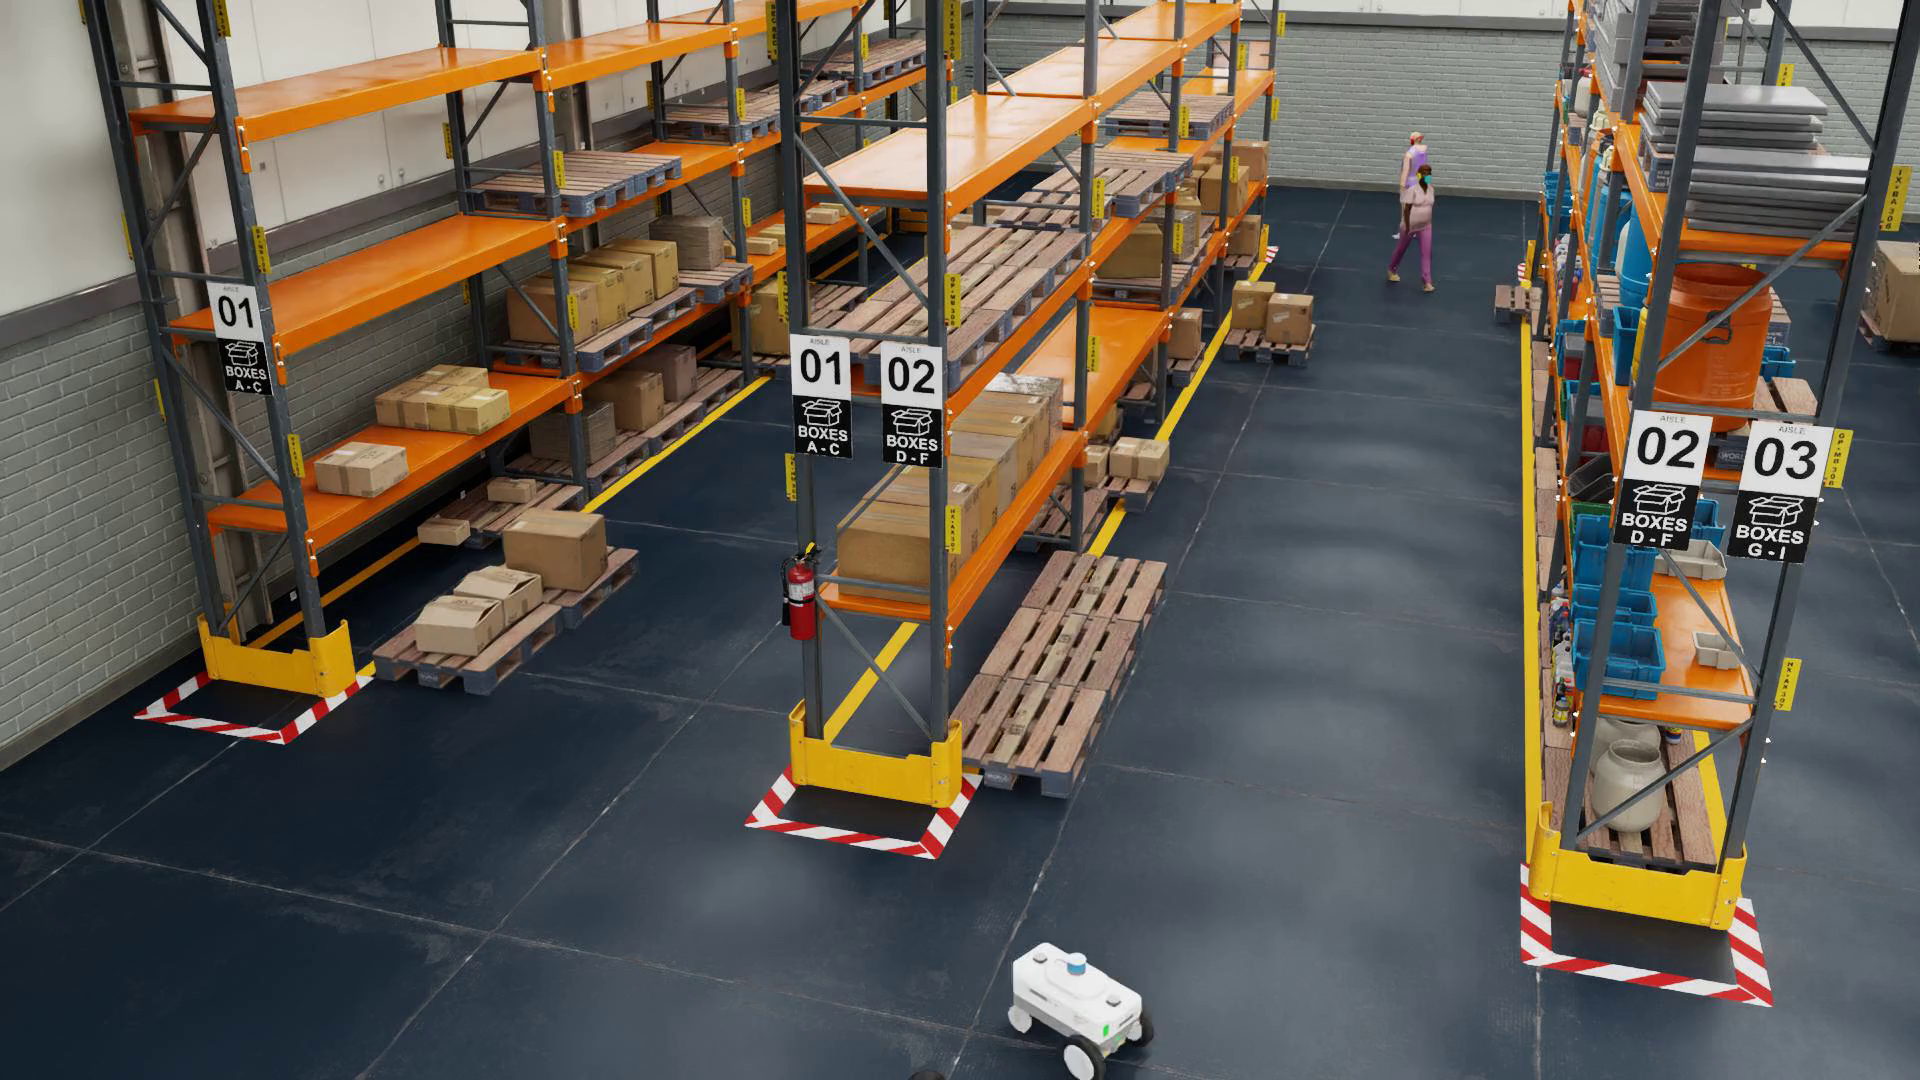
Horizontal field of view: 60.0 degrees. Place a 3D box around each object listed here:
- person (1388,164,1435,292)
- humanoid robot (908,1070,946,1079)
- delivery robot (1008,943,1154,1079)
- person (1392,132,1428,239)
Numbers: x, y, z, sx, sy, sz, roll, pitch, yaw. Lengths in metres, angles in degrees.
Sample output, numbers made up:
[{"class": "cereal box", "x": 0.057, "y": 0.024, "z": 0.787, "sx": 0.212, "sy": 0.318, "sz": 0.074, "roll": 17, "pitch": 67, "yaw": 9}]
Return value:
[{"class": "person", "x": 6.475, "y": -4.473, "z": 23.663, "sx": 0.497, "sy": 1.756, "sz": 0.947, "roll": -6, "pitch": 24, "yaw": -13}, {"class": "humanoid robot", "x": -0.119, "y": 2.843, "z": 6.792, "sx": 0.609, "sy": 1.647, "sz": 0.345, "roll": 19, "pitch": 30, "yaw": 37}, {"class": "delivery robot", "x": 0.629, "y": 2.502, "z": 8.987, "sx": 0.768, "sy": 0.576, "sz": 0.499, "roll": 21, "pitch": 31, "yaw": 40}, {"class": "person", "x": 7.185, "y": -5.622, "z": 26.419, "sx": 0.489, "sy": 1.688, "sz": 0.346, "roll": -13, "pitch": 27, "yaw": -28}]
